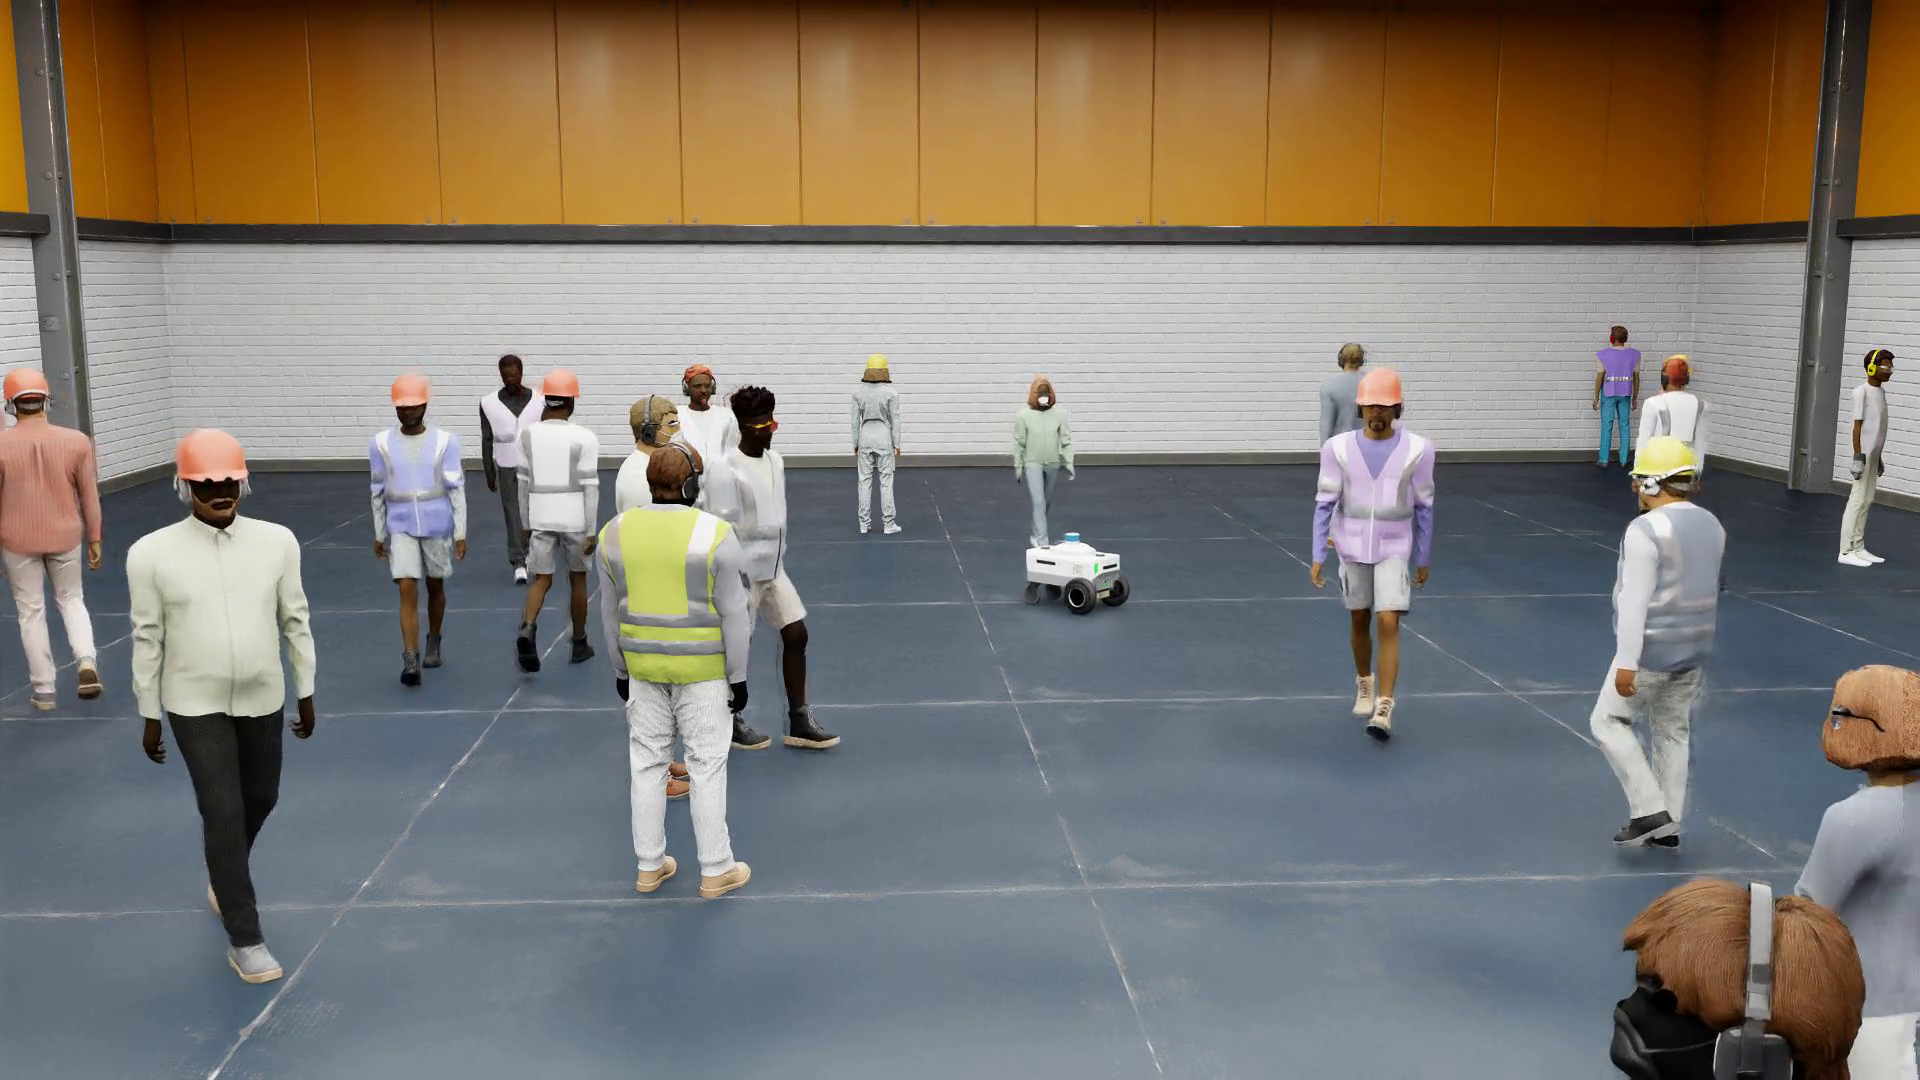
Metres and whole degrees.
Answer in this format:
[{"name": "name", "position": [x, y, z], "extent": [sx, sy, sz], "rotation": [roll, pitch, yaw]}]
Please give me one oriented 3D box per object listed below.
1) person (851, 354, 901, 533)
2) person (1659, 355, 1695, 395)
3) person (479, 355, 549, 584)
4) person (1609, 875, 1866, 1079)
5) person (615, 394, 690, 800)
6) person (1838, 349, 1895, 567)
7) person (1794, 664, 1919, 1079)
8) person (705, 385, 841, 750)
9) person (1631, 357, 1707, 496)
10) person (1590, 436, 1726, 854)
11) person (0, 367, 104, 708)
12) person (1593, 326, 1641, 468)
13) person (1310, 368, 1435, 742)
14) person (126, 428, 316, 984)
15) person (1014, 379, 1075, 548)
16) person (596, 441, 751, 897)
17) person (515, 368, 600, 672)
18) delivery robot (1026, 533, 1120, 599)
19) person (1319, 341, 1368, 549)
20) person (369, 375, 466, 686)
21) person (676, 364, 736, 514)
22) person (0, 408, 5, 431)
[{"name": "person", "position": [-0.804, -0.933, 16.154], "extent": [0.492, 1.740, 0.319], "rotation": [2, 9, 15]}, {"name": "person", "position": [6.628, -0.839, 15.491], "extent": [0.321, 1.768, 0.533], "rotation": [6, 11, 35]}, {"name": "person", "position": [-3.619, -0.591, 13.664], "extent": [0.587, 1.852, 1.044], "rotation": [-3, 10, -20]}, {"name": "person", "position": [0.854, 1.279, 1.954], "extent": [0.429, 1.844, 0.627], "rotation": [4, 10, 23]}, {"name": "person", "position": [-1.462, 0.266, 8.006], "extent": [0.368, 1.940, 0.632], "rotation": [-1, 9, -6]}, {"name": "person", "position": [7.855, -0.710, 14.364], "extent": [0.534, 1.866, 0.315], "rotation": [-8, 12, -42]}, {"name": "person", "position": [2.135, 1.081, 3.986], "extent": [0.501, 1.586, 0.859], "rotation": [-7, 12, -38]}, {"name": "person", "position": [-0.957, 0.172, 8.611], "extent": [0.817, 1.930, 0.629], "rotation": [5, 10, 27]}, {"name": "person", "position": [5.776, -0.561, 13.504], "extent": [0.584, 1.849, 0.935], "rotation": [-3, 9, -16]}, {"name": "person", "position": [3.000, 0.465, 7.157], "extent": [0.606, 1.813, 0.433], "rotation": [-5, 10, -30]}, {"name": "person", "position": [-5.240, 0.005, 9.512], "extent": [0.621, 1.981, 0.556], "rotation": [-8, 12, -40]}, {"name": "person", "position": [8.510, -1.848, 21.562], "extent": [0.569, 1.848, 0.384], "rotation": [0, 9, 2]}, {"name": "person", "position": [2.235, 0.071, 9.067], "extent": [0.633, 1.987, 1.034], "rotation": [3, 10, 20]}, {"name": "person", "position": [-2.712, 0.555, 6.123], "extent": [0.622, 1.968, 0.895], "rotation": [-8, 12, -40]}, {"name": "person", "position": [0.729, -0.651, 14.850], "extent": [0.507, 1.592, 0.845], "rotation": [-3, 9, -16]}, {"name": "person", "position": [-1.127, 0.523, 6.700], "extent": [0.626, 1.844, 0.429], "rotation": [3, 9, 16]}, {"name": "person", "position": [-2.546, -0.116, 10.477], "extent": [0.545, 1.920, 0.771], "rotation": [1, 9, 5]}, {"name": "delivery robot", "position": [0.845, 0.191, 12.518], "extent": [0.707, 0.478, 0.477], "rotation": [8, 12, 40]}, {"name": "person", "position": [3.535, -0.819, 14.929], "extent": [0.637, 1.916, 0.849], "rotation": [-2, 9, -12]}, {"name": "person", "position": [-3.341, -0.070, 10.274], "extent": [0.565, 1.882, 0.975], "rotation": [-2, 9, -14]}, {"name": "person", "position": [-1.825, -0.292, 11.686], "extent": [0.575, 1.882, 0.361], "rotation": [-5, 11, -30]}, {"name": "person", "position": [-7.693, -0.457, 12.805], "extent": [0.969, 1.866, 0.654], "rotation": [8, 12, 41]}]
